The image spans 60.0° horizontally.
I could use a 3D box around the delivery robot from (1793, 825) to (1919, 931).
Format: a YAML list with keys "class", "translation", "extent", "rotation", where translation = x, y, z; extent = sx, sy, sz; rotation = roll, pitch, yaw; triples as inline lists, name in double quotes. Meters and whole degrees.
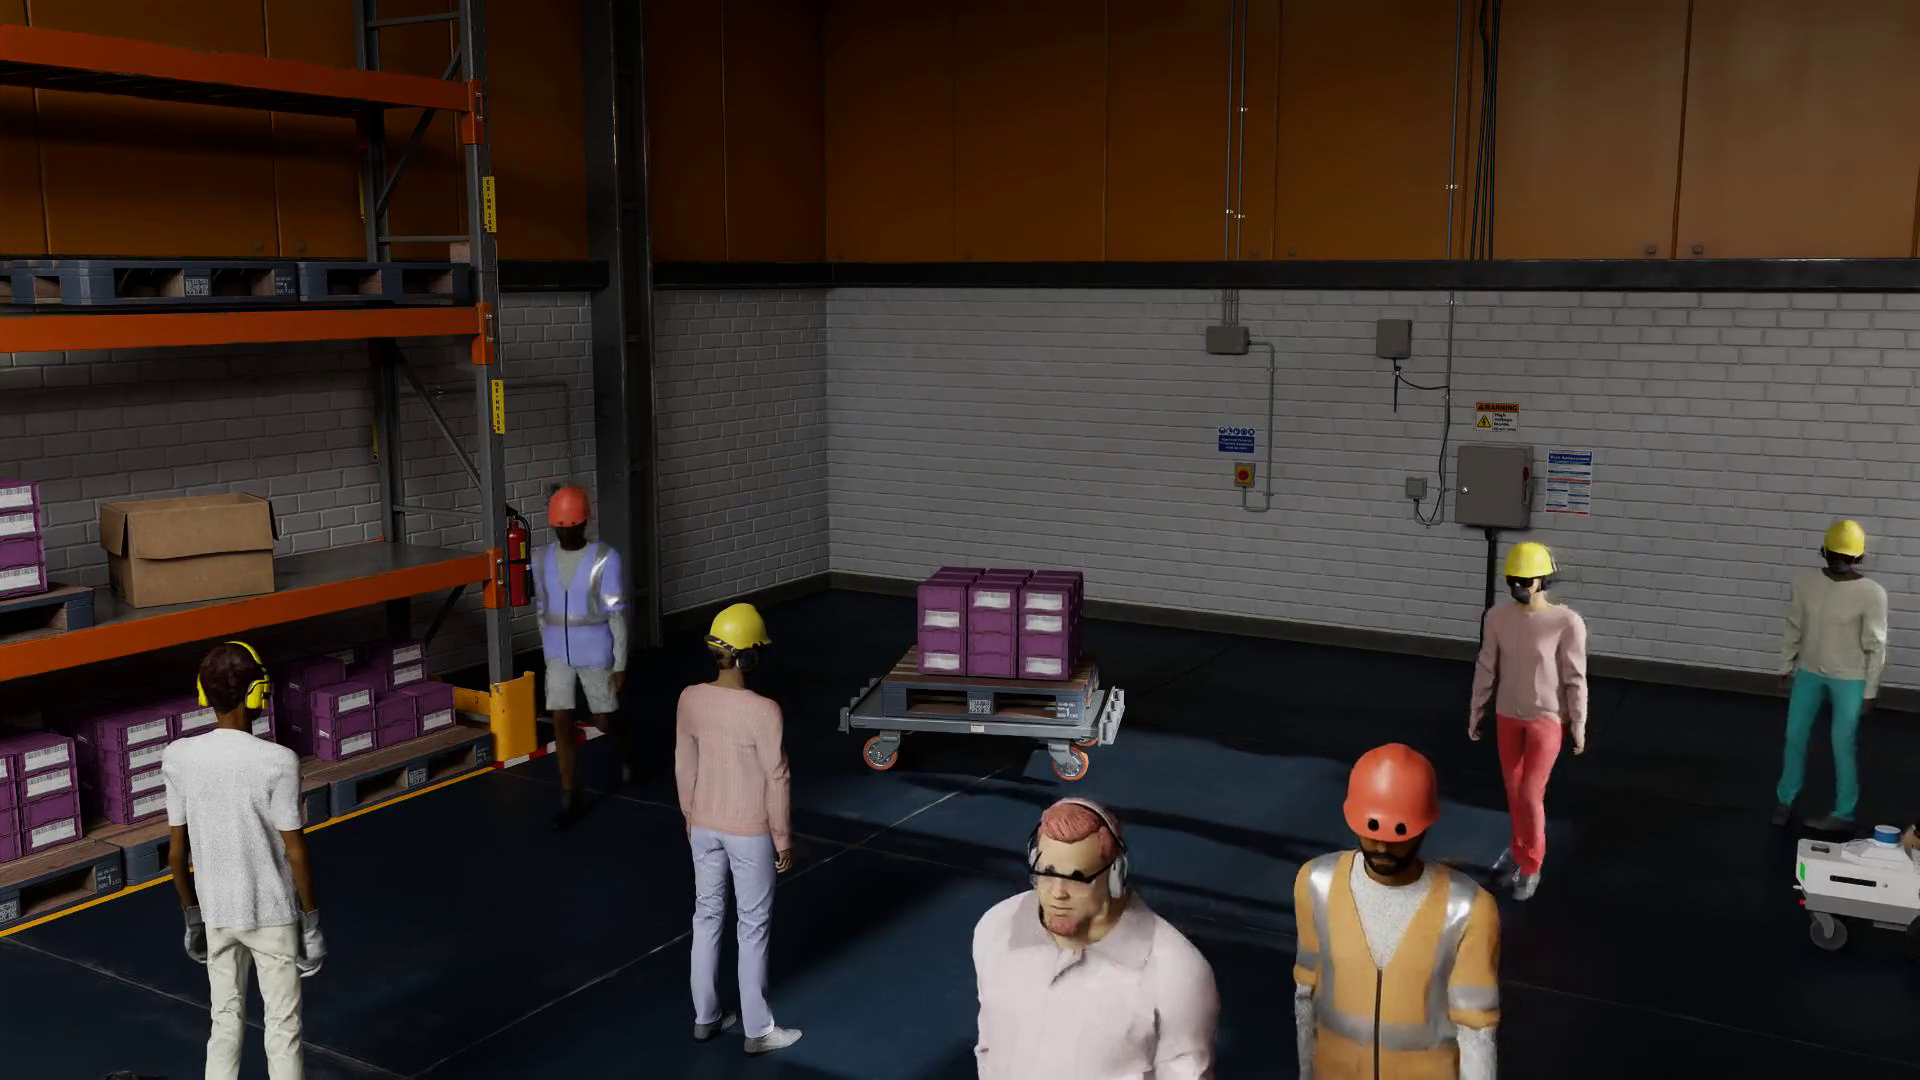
- class: "delivery robot"
  translation: [4.133, 1.523, 7.450]
  extent: [0.707, 0.478, 0.477]
  rotation: [5, 10, 27]

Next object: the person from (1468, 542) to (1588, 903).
- class: "person"
  translation: [2.711, 0.877, 8.047]
  extent: [0.569, 1.746, 0.559]
  rotation: [-8, 12, -41]

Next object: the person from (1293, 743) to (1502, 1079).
- class: "person"
  translation: [1.120, 1.414, 4.328]
  extent: [0.548, 1.880, 1.021]
  rotation: [4, 10, 25]

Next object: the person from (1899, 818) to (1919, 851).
- class: "person"
  translation: [5.048, 0.882, 8.270]
  extent: [0.822, 1.658, 0.543]
  rotation: [0, 9, 1]

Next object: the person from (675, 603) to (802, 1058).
- class: "person"
  translation: [-0.862, 1.119, 6.494]
  extent: [0.533, 1.767, 0.325]
  rotation: [6, 11, 32]

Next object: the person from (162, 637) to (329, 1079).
- class: "person"
  translation: [-2.305, 1.240, 5.434]
  extent: [0.508, 1.865, 0.328]
  rotation: [1, 9, 9]

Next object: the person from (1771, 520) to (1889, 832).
- class: "person"
  translation: [4.679, 0.739, 8.966]
  extent: [0.392, 1.743, 0.563]
  rotation: [-6, 11, -35]

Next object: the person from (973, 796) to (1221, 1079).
- class: "person"
  translation: [0.327, 1.478, 3.961]
  extent: [0.643, 1.863, 0.953]
  rotation: [5, 10, 29]

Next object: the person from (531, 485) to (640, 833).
- class: "person"
  translation: [-2.085, 0.604, 9.320]
  extent: [0.552, 1.902, 0.853]
  rotation: [2, 9, 11]

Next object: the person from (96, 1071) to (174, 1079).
- class: "person"
  translation: [-1.177, 1.698, 2.398]
  extent: [0.643, 1.918, 0.433]
  rotation: [3, 10, 21]
